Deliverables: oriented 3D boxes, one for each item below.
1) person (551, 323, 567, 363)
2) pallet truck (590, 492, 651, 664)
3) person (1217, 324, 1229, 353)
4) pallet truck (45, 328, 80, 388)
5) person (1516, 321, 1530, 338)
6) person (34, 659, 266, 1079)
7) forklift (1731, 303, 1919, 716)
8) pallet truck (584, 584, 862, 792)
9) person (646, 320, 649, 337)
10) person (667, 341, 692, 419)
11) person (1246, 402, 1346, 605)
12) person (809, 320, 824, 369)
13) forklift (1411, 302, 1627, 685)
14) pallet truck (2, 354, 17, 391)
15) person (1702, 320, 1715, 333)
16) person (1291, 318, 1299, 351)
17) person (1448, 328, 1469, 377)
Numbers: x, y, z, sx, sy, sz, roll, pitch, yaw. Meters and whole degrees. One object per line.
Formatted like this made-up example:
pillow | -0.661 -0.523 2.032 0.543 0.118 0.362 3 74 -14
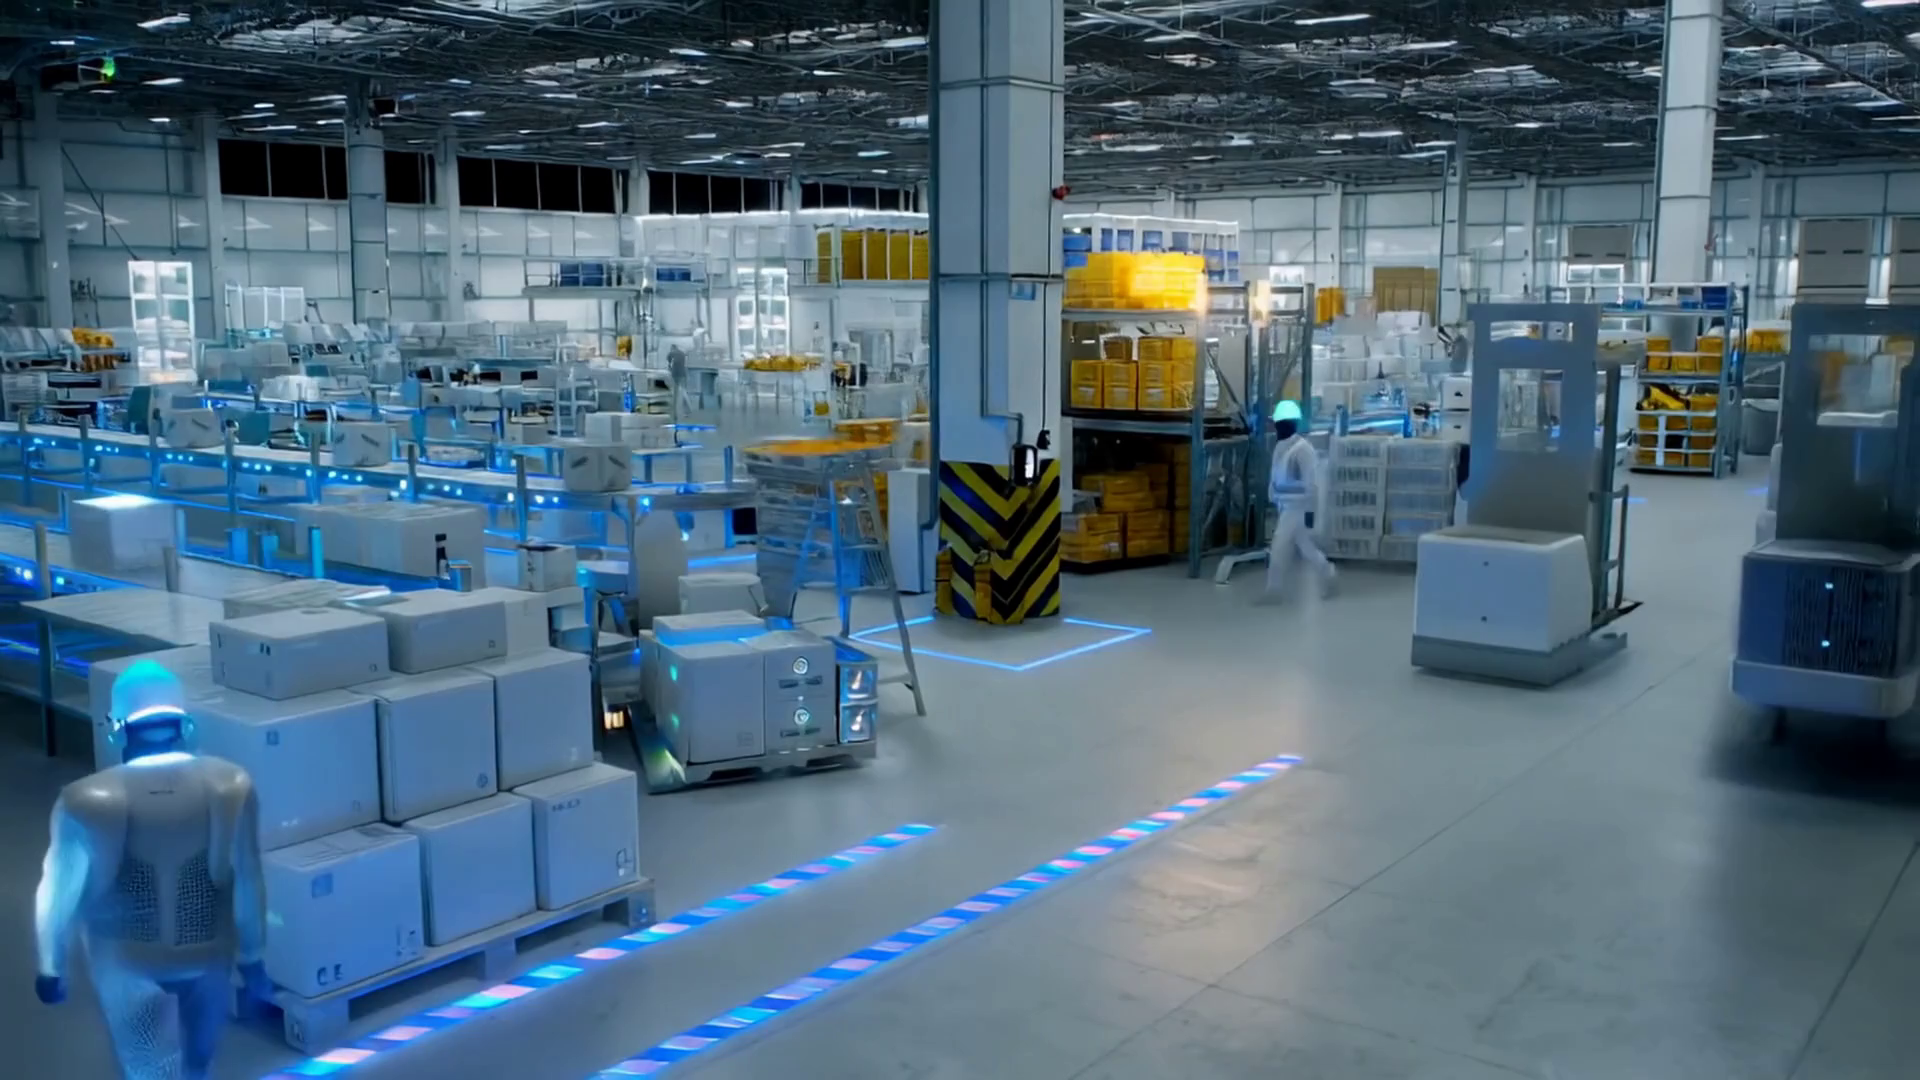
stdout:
person | -13.746 -6.504 57.083 0.344 1.882 0.585 6 11 37
pallet truck | -3.115 0.344 12.883 0.653 1.274 1.630 7 11 37
person | 8.007 -5.656 50.847 1.050 2.000 0.680 8 11 42
pallet truck | -23.775 -4.544 43.495 1.885 1.965 0.823 6 10 35
person | 26.066 -9.479 76.980 0.637 1.944 0.988 3 9 19
person | -2.483 1.257 5.137 0.949 1.783 0.604 8 11 42
forklift | 6.420 -0.308 11.972 1.129 2.768 1.873 7 11 37
pallet truck | -1.426 0.805 10.019 1.601 1.201 0.680 -4 9 -26
person | -12.795 -8.151 68.243 1.057 1.876 0.609 1 8 5
person | -6.554 -3.681 38.311 1.003 1.808 0.544 6 11 37
person | 3.185 -0.346 15.548 0.971 1.907 0.597 -2 9 -10
person | -5.386 -7.459 63.514 1.005 1.878 0.572 4 9 25
forklift | 4.379 -0.438 12.852 1.129 2.768 1.873 7 11 37
pallet truck | -24.881 -4.417 42.634 1.885 1.965 0.823 8 11 41
person | 30.841 -8.168 68.565 0.660 1.798 0.918 0 8 1
person | 16.925 -10.400 83.979 0.315 1.696 0.541 6 11 37
person | 14.063 -5.013 46.899 0.641 1.922 0.464 -5 10 -29
